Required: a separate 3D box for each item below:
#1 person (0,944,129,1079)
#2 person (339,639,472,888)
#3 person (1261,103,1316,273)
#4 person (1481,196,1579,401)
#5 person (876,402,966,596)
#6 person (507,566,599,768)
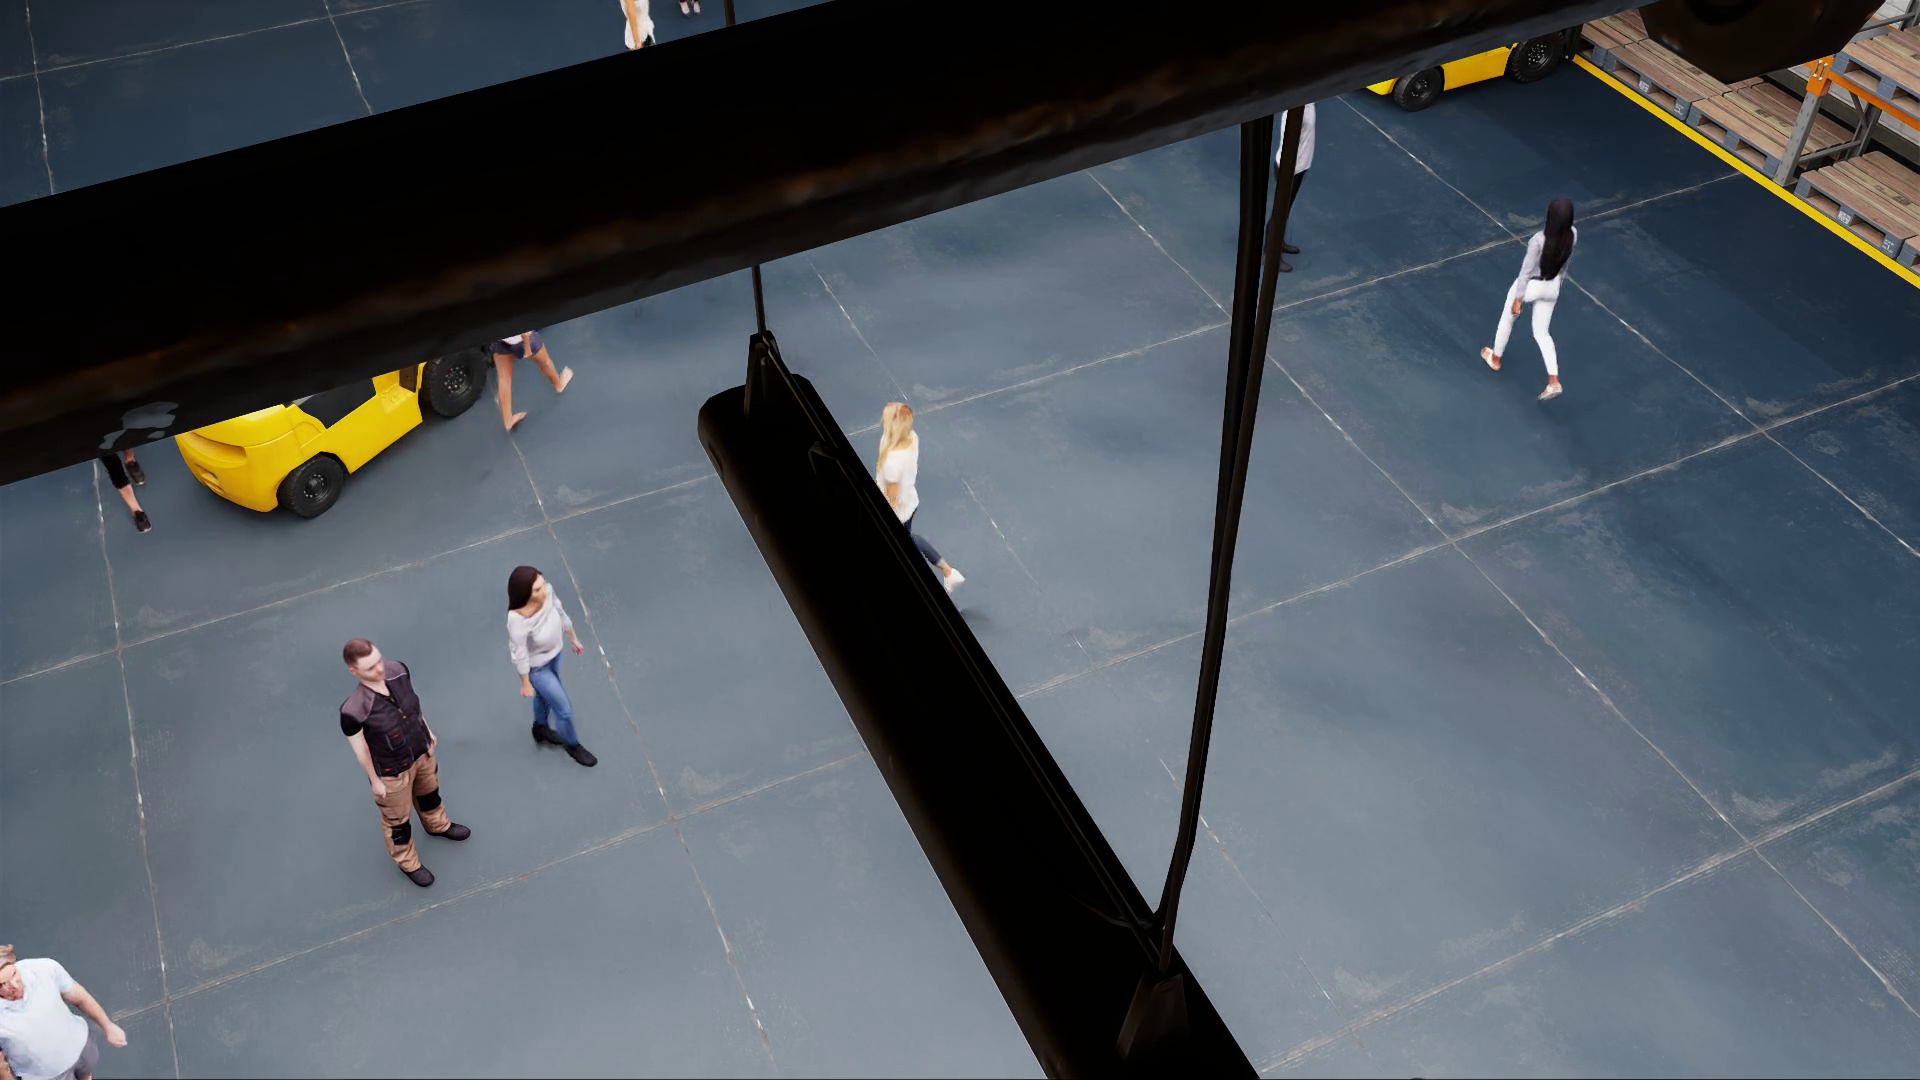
[{"bbox_3d":[-4.563,2.513,8.267,1.191,1.798,1.083,19,47,19],"label":"person"},{"bbox_3d":[-3.253,1.228,9.584,0.814,1.841,0.771,17,46,17],"label":"person"},{"bbox_3d":[2.821,-3.207,14.225,0.788,1.862,0.732,15,46,15],"label":"person"},{"bbox_3d":[4.533,-1.859,12.930,0.719,1.695,1.156,-12,45,-12],"label":"person"},{"bbox_3d":[-0.329,-0.182,11.100,1.017,1.791,0.984,11,45,11],"label":"person"},{"bbox_3d":[-2.652,0.740,10.262,0.889,1.612,0.833,10,45,11],"label":"person"}]
